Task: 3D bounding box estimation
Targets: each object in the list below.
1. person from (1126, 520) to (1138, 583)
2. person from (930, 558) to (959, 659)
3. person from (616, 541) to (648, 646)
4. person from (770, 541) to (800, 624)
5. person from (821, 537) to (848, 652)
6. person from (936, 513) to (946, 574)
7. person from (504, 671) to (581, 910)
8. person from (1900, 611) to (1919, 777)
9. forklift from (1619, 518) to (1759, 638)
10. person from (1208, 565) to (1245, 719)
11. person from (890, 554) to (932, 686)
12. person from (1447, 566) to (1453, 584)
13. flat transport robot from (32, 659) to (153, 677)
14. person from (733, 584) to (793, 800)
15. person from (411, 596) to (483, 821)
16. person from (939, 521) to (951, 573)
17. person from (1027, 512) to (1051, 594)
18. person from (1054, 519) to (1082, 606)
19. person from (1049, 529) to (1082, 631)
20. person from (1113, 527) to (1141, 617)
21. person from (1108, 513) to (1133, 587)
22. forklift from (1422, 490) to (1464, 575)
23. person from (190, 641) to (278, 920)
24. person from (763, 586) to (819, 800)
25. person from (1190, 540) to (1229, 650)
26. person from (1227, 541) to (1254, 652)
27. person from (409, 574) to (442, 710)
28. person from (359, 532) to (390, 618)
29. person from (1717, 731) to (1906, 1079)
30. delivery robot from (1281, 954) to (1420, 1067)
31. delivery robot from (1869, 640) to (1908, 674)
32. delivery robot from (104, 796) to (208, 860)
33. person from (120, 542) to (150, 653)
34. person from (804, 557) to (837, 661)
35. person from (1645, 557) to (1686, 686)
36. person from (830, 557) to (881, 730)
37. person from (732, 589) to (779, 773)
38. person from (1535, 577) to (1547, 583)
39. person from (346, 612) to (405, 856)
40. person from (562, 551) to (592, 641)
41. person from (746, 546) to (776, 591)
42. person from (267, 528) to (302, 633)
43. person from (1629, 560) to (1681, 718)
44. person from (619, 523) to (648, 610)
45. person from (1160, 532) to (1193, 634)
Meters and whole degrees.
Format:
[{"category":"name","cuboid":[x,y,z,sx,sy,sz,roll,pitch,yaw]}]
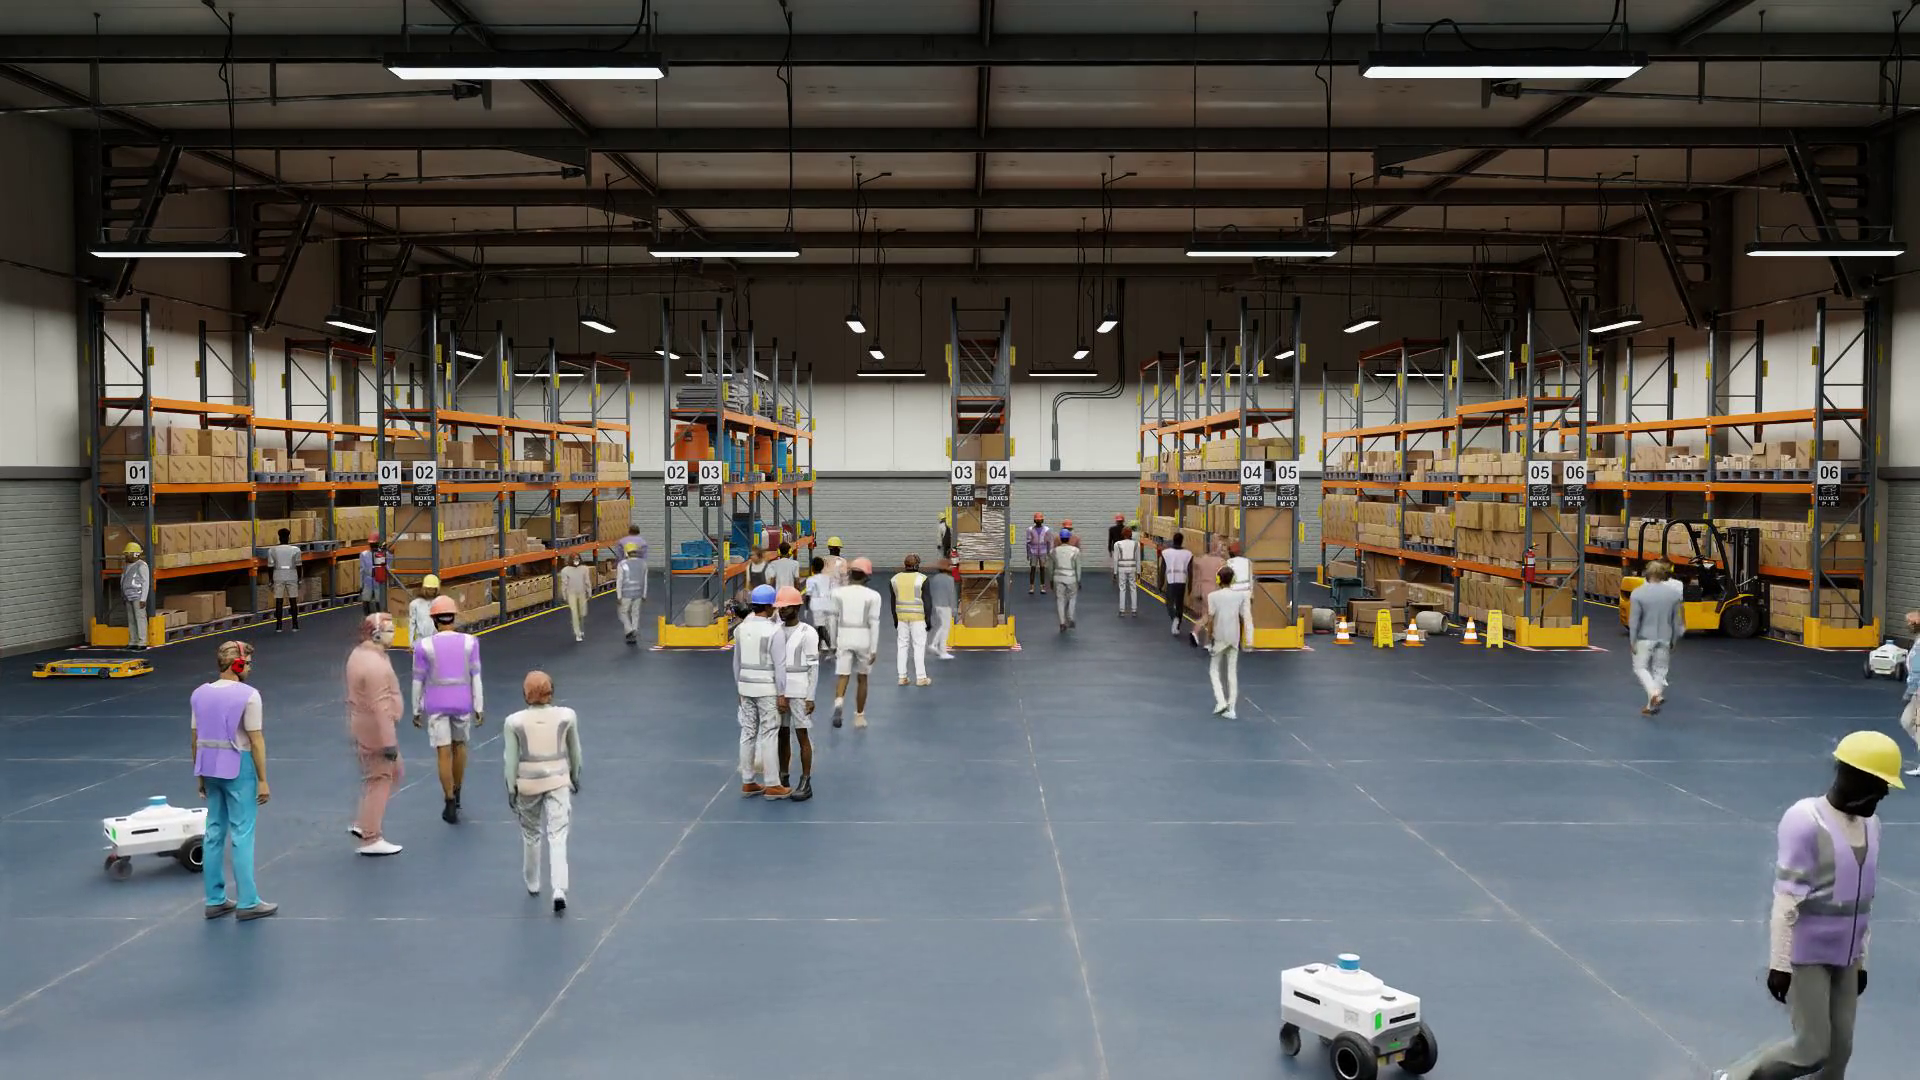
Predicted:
[{"category":"person","cuboid":[4.851,0.304,44.498,0.775,1.737,0.526,0,2,1]},{"category":"person","cuboid":[-0.244,1.097,25.957,0.360,1.619,0.533,-2,3,-35]},{"category":"person","cuboid":[-5.654,0.927,27.794,0.605,1.817,0.419,-2,3,-38]},{"category":"person","cuboid":[-2.884,0.952,26.620,0.532,1.864,0.312,0,2,-4]},{"category":"person","cuboid":[-2.122,0.906,27.015,0.594,1.922,0.375,1,3,25]},{"category":"person","cuboid":[-0.512,0.099,48.574,0.404,1.825,0.592,1,3,27]},{"category":"person","cuboid":[-2.859,1.700,11.087,0.524,1.599,0.854,-1,2,-17]},{"category":"person","cuboid":[9.379,1.502,15.776,0.376,1.622,0.512,1,3,29]},{"category":"forklift","cuboid":[13.417,0.684,29.791,2.313,2.155,1.214,0,2,0]},{"category":"person","cuboid":[3.237,1.237,19.639,0.508,1.856,0.433,0,2,-11]},{"category":"person","cuboid":[-0.667,1.118,22.731,0.628,1.843,0.429,1,3,25]},{"category":"person","cuboid":[12.237,0.375,40.919,0.559,1.894,0.995,0,2,-12]},{"category":"flat transport robot","cuboid":[-12.715,1.874,23.691,1.431,0.197,0.652,0,2,0]},{"category":"person","cuboid":[-1.811,1.380,14.775,0.605,1.949,0.402,2,3,38]},{"category":"person","cuboid":[-4.477,1.434,14.016,0.562,1.893,0.907,-1,3,-29]},{"category":"person","cuboid":[-0.266,0.142,45.335,0.681,2.000,0.793,1,3,29]},{"category":"person","cuboid":[1.963,0.322,40.253,0.608,2.045,0.392,0,2,0]},{"category":"person","cuboid":[2.434,0.512,36.303,0.629,1.974,0.513,-1,2,-14]},{"category":"person","cuboid":[2.022,0.755,30.847,0.645,1.913,0.866,0,2,10]},{"category":"person","cuboid":[3.489,0.660,33.746,0.577,1.881,0.349,0,2,-5]},{"category":"person","cuboid":[4.224,0.275,42.319,0.624,1.969,0.492,0,2,-6]},{"category":"forklift","cuboid":[13.926,-0.371,47.846,1.873,2.768,1.129,0,2,0]},{"category":"person","cuboid":[-4.872,1.595,10.765,0.563,1.837,0.393,1,2,20]},{"category":"person","cuboid":[-1.552,1.388,14.731,0.552,1.937,0.356,1,3,32]},{"category":"person","cuboid":[4.236,0.933,27.041,0.485,1.870,0.688,-2,3,-37]},{"category":"person","cuboid":[4.635,0.944,27.060,0.649,1.832,0.904,-1,3,-26]},{"category":"person","cuboid":[-6.537,1.283,19.925,0.501,1.726,0.355,-1,2,-16]},{"category":"person","cuboid":[-10.619,0.817,29.240,0.569,1.924,0.496,0,2,-5]},{"category":"person","cuboid":[3.597,1.728,6.810,0.669,1.883,0.608,-1,3,-28]},{"category":"delivery robot","cuboid":[1.932,2.310,8.033,0.477,0.478,0.707,-1,3,-33]},{"category":"delivery robot","cuboid":[13.472,1.699,23.414,0.707,0.478,0.477,-2,3,-45]},{"category":"delivery robot","cuboid":[-5.957,2.152,12.012,0.707,0.478,0.477,-2,3,-36]},{"category":"person","cuboid":[-13.767,0.955,26.916,0.587,1.835,0.404,2,3,35]},{"category":"person","cuboid":[-2.200,1.099,25.701,0.831,1.652,0.538,2,3,40]},{"category":"person","cuboid":[9.739,1.148,22.313,0.538,1.812,0.986,1,2,17]},{"category":"person","cuboid":[-1.219,1.200,18.542,0.627,2.014,0.722,0,2,9]},{"category":"person","cuboid":[-1.996,1.399,15.957,0.511,1.823,0.653,0,2,2]},{"category":"person","cuboid":[11.589,0.795,32.799,0.558,1.668,0.709,0,2,2]},{"category":"person","cuboid":[-4.500,1.500,12.548,0.451,1.884,0.671,-1,3,-32]},{"category":"person","cuboid":[-6.822,0.990,28.714,0.539,1.608,0.461,-1,3,-26]},{"category":"person","cuboid":[-3.257,0.988,26.667,0.556,1.786,0.995,1,3,28]},{"category":"person","cuboid":[-12.701,0.755,30.385,0.604,1.959,0.378,-1,2,-23]},{"category":"person","cuboid":[8.396,1.205,19.496,0.634,1.922,0.574,0,2,-4]},{"category":"person","cuboid":[-7.122,0.591,35.159,0.631,1.915,0.884,0,2,-8]},{"category":"person","cuboid":[4.026,0.801,29.973,0.619,1.902,0.633,0,2,-3]}]
